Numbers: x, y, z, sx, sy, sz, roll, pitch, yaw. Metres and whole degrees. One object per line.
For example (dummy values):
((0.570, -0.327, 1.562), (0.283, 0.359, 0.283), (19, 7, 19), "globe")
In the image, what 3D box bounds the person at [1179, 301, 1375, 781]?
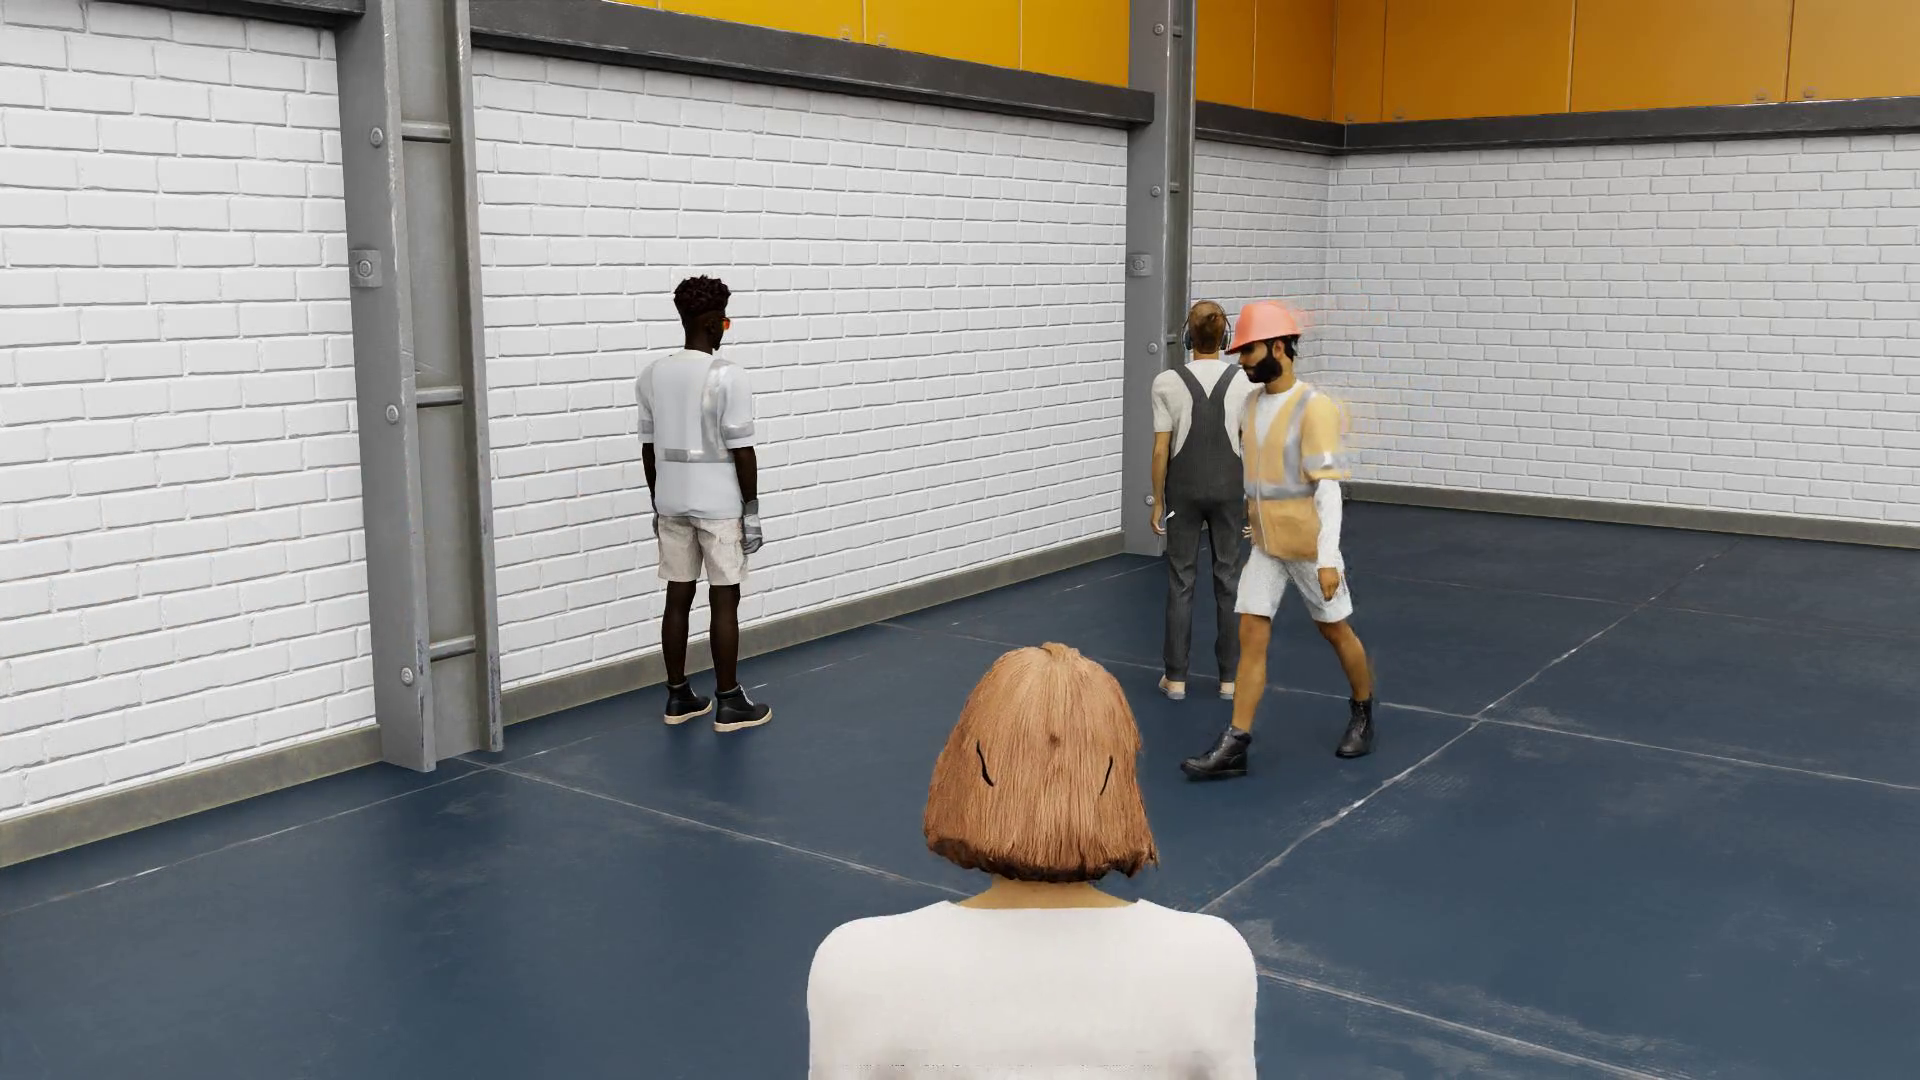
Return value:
((1.341, 0.000, 6.581), (1.037, 1.869, 0.656), (-5, 11, -29), "person")

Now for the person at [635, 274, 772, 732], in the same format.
((-1.104, -0.154, 7.180), (0.607, 1.966, 0.367), (5, 11, 29), "person")

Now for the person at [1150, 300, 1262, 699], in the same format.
((1.126, -0.176, 7.666), (0.506, 1.847, 0.345), (1, 10, 3), "person")

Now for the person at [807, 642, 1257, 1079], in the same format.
((0.084, 0.920, 1.812), (0.512, 1.614, 0.503), (-2, 10, -9), "person")
